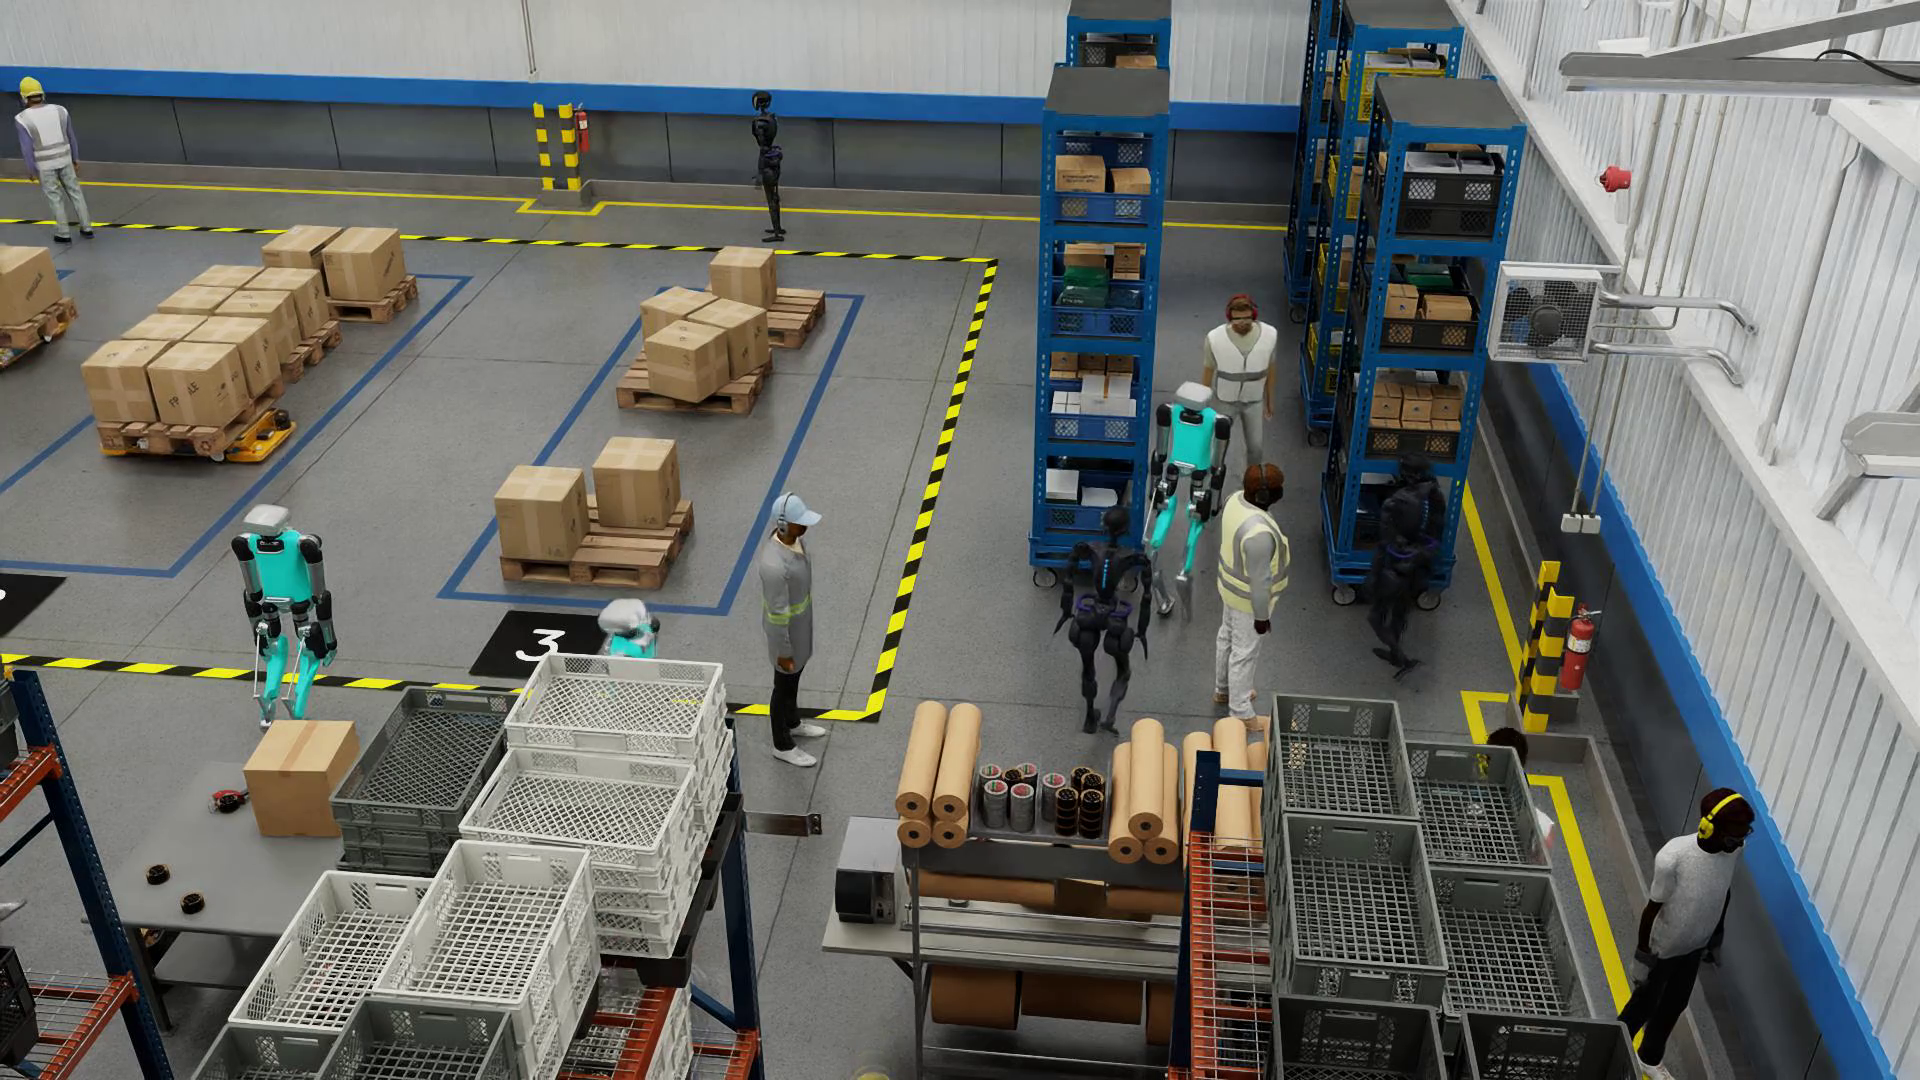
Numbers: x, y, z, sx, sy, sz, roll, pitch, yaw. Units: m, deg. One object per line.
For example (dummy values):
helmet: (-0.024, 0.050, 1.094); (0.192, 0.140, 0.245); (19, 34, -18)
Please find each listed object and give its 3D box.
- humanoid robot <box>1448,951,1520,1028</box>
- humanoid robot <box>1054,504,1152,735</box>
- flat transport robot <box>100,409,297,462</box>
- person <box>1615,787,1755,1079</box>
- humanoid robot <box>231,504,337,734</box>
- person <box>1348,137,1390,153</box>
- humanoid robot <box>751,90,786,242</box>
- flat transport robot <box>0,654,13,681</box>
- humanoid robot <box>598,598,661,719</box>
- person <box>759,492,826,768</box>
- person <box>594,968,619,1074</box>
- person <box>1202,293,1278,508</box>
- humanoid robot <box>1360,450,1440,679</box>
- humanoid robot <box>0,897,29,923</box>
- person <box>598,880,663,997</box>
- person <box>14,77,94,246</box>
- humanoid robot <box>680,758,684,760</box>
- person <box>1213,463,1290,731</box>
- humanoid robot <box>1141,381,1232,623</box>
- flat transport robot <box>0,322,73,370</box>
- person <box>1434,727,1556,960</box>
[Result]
humanoid robot: (2.328, 2.187, 7.587); (0.603, 1.623, 0.817); (9, 31, 16)
humanoid robot: (0.875, 0.534, 10.357); (0.611, 1.649, 0.430); (8, 31, 14)
flat transport robot: (-6.524, -0.933, 14.248); (1.431, 0.197, 0.652); (3, 30, 6)
person: (3.377, 1.915, 7.808); (0.513, 1.857, 0.335); (-11, 32, -18)
humanoid robot: (-4.067, 0.661, 9.945); (0.533, 1.677, 0.735); (3, 30, 5)
person: (4.358, -3.982, 17.934); (0.506, 1.864, 0.313); (11, 32, 18)
humanoid robot: (-2.124, -4.127, 18.348); (0.315, 1.657, 0.599); (2, 30, 4)
flat transport robot: (-7.142, 0.969, 11.010); (1.431, 0.231, 0.659); (3, 30, 6)
humanoid robot: (-2.014, 1.104, 9.338); (0.749, 1.796, 0.555); (8, 31, 13)
person: (-1.005, 0.530, 10.190); (0.396, 1.850, 0.597); (4, 30, 6)
person: (-1.658, 2.322, 6.986); (1.046, 1.988, 0.611); (7, 31, 12)
person: (2.165, -1.092, 13.003); (0.570, 1.824, 0.406); (-1, 30, -2)
humanoid robot: (2.977, 0.166, 10.988); (0.609, 1.639, 0.422); (-20, 35, -30)
humanoid robot: (-5.567, 1.532, 8.593); (1.016, 1.719, 0.535); (-14, 33, -23)
person: (-1.693, 1.741, 8.067); (0.559, 1.892, 0.552); (-5, 31, -8)
person: (-9.972, -4.157, 18.258); (0.404, 1.829, 0.599); (20, 36, 31)
humanoid robot: (-1.697, 1.475, 8.770); (0.617, 1.645, 0.603); (-18, 35, -29)
person: (1.843, 0.343, 10.520); (0.430, 1.845, 0.618); (-4, 30, -6)
humanoid robot: (1.499, -0.136, 11.544); (0.539, 1.898, 0.702); (13, 33, 22)
flat transport robot: (-9.215, -1.893, 15.897); (0.652, 0.197, 1.431); (3, 30, 6)
person: (2.547, 1.723, 8.132); (0.608, 1.851, 1.035); (23, 37, 34)
